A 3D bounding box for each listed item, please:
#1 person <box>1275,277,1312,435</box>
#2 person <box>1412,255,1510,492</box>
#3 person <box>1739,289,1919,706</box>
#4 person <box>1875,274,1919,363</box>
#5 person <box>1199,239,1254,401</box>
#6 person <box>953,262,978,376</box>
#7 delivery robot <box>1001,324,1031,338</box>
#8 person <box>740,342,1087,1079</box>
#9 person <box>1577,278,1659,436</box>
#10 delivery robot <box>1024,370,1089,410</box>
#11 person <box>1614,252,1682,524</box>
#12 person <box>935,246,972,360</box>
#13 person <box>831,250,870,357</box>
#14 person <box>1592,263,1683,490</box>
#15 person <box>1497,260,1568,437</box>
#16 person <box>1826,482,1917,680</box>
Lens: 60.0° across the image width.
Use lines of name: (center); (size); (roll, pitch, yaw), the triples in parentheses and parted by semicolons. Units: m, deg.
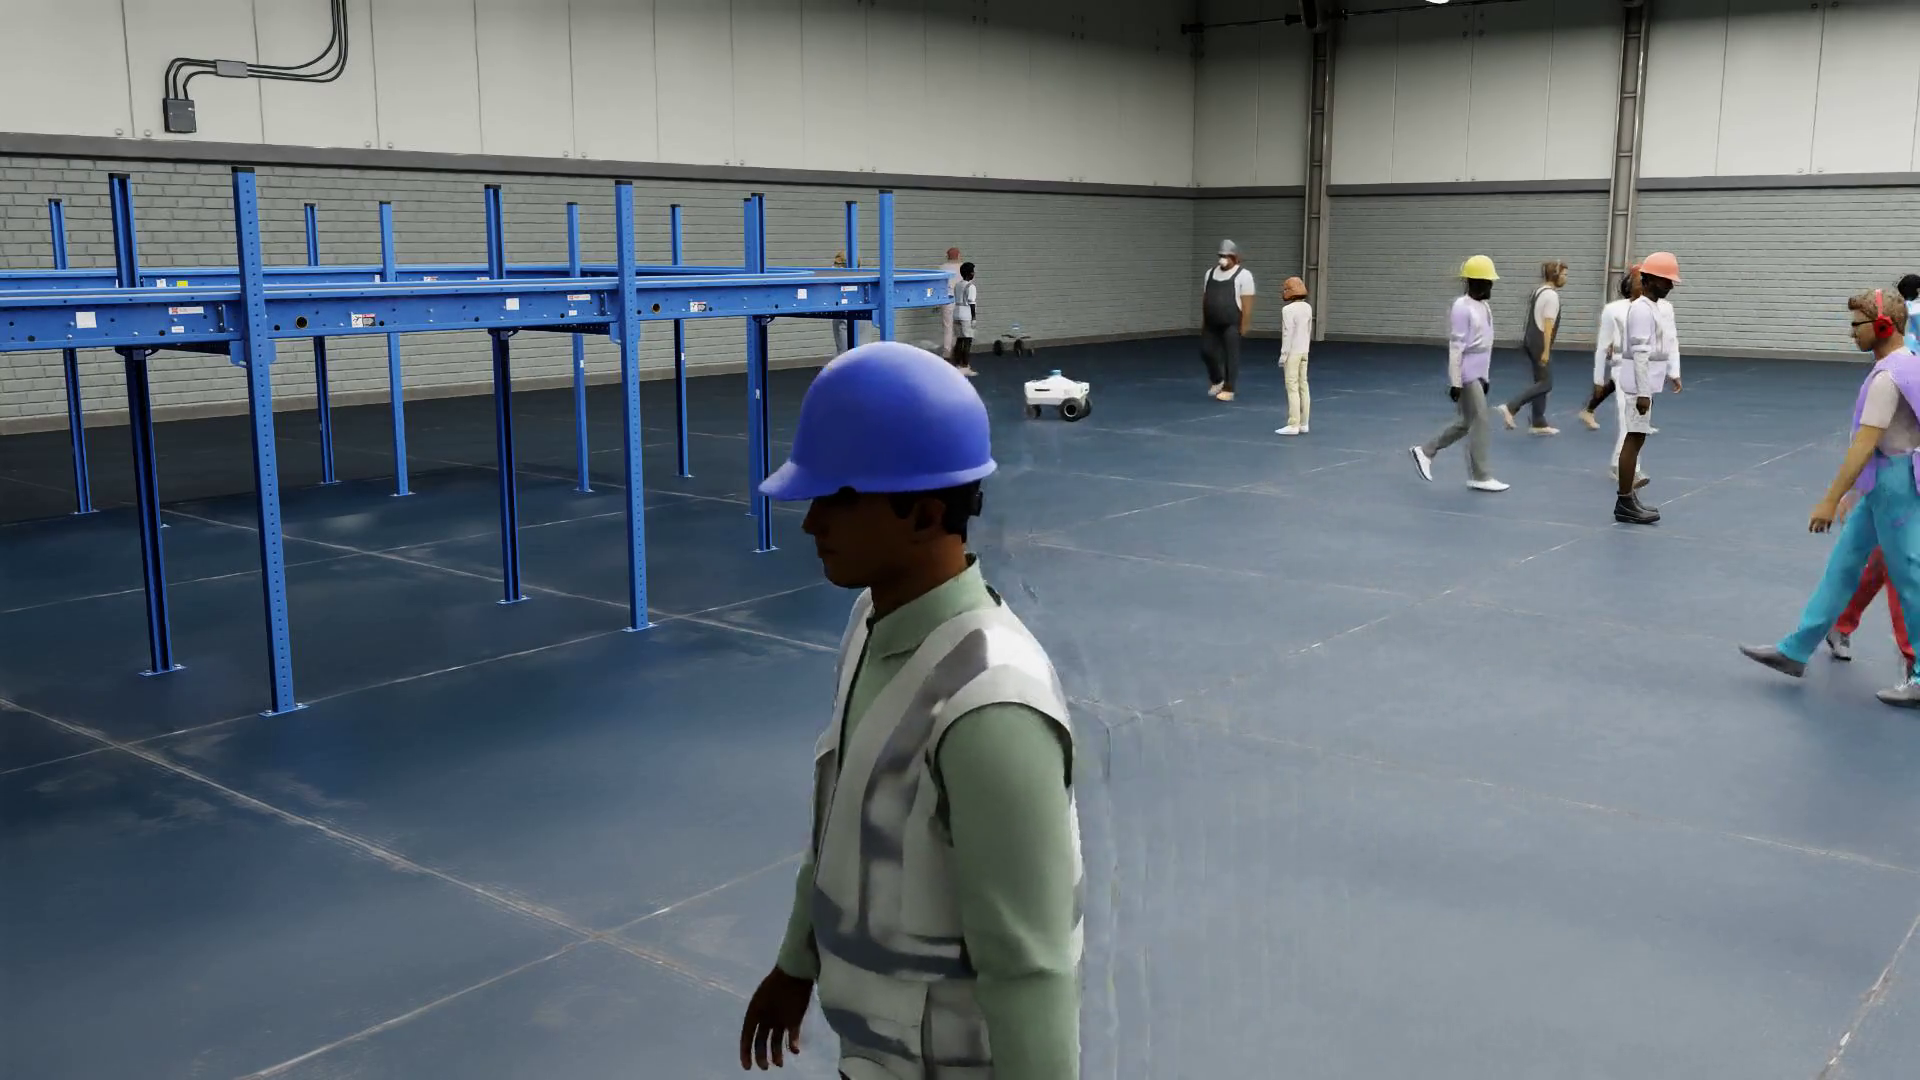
person: (3.490, -1.923, 17.380); (0.280, 1.631, 0.504); (9, 14, 41)
person: (4.093, -1.358, 13.526); (0.772, 1.897, 0.605); (7, 12, 34)
person: (3.975, -0.194, 7.346); (0.938, 1.790, 0.606); (6, 12, 31)
person: (9.775, -1.903, 17.170); (0.855, 1.654, 0.540); (-2, 11, -14)
person: (3.336, -2.763, 21.025); (0.704, 2.000, 0.536); (8, 13, 38)
person: (0.084, -3.307, 24.900); (0.321, 1.689, 0.530); (-6, 12, -31)
delivery robot: (0.979, -3.669, 29.187); (0.335, 0.223, 0.698); (-6, 12, -29)
person: (-0.046, 0.677, 2.278); (1.019, 1.895, 0.622); (-2, 10, -11)
person: (6.950, -1.959, 17.512); (0.852, 1.659, 0.536); (7, 12, 34)
delivery robot: (1.097, -1.686, 18.919); (0.707, 0.478, 0.477); (3, 11, 17)
person: (4.963, -1.103, 12.024); (0.375, 1.927, 0.543); (4, 11, 23)
person: (-0.114, -4.034, 28.325); (0.651, 1.906, 0.403); (-3, 11, -16)
person: (-0.987, -1.626, 14.889); (0.365, 1.939, 0.636); (2, 10, 9)
person: (5.552, -1.341, 13.629); (0.593, 1.824, 1.040); (0, 10, -2)
person: (5.918, -1.974, 17.171); (0.622, 1.821, 0.515); (0, 10, 2)
person: (4.393, -0.212, 7.726); (0.578, 1.693, 0.929); (-1, 10, -7)
